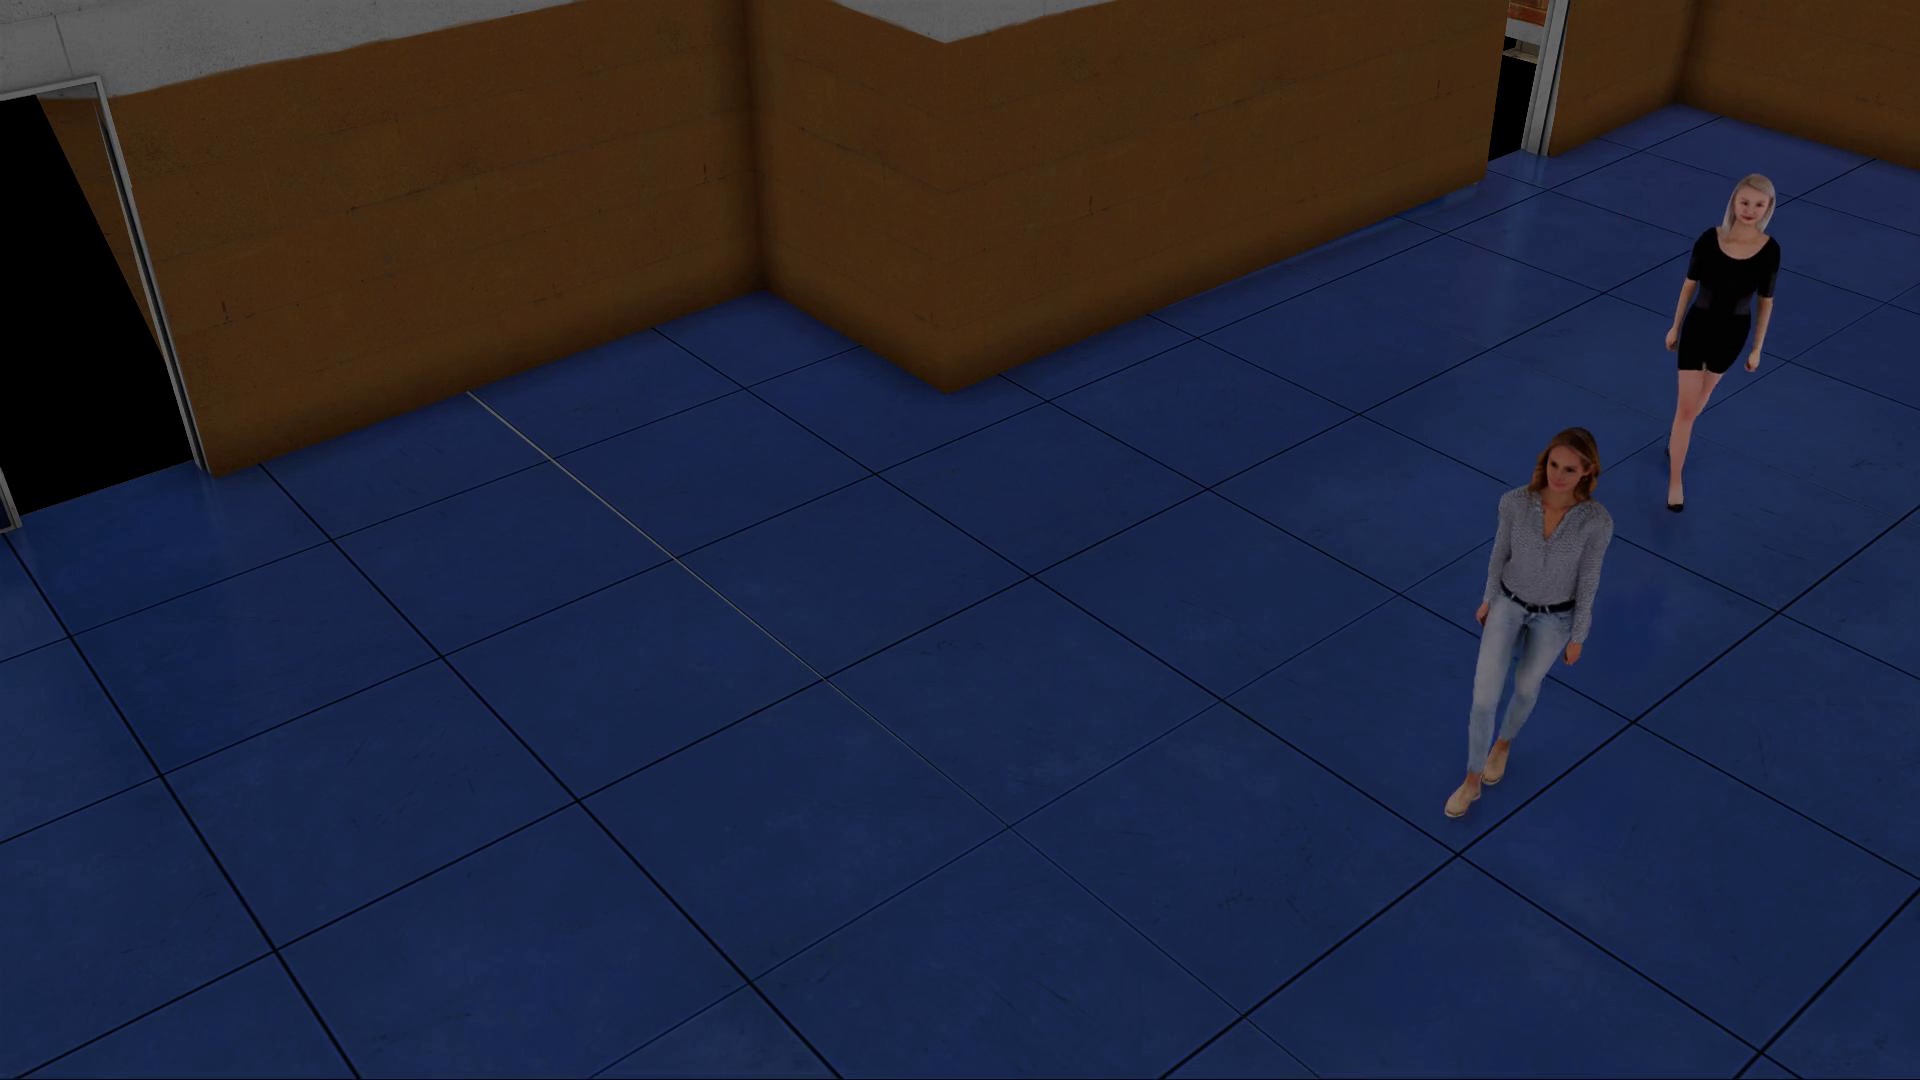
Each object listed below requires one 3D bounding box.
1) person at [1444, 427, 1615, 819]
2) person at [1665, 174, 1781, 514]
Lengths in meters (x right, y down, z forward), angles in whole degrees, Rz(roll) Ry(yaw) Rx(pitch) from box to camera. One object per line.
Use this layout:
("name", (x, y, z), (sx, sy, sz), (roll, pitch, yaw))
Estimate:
("person", (2.395, 0.283, 6.902), (0.862, 1.778, 0.832), (18, 38, 25))
("person", (4.068, -1.103, 8.990), (1.170, 1.774, 1.094), (9, 35, 14))
